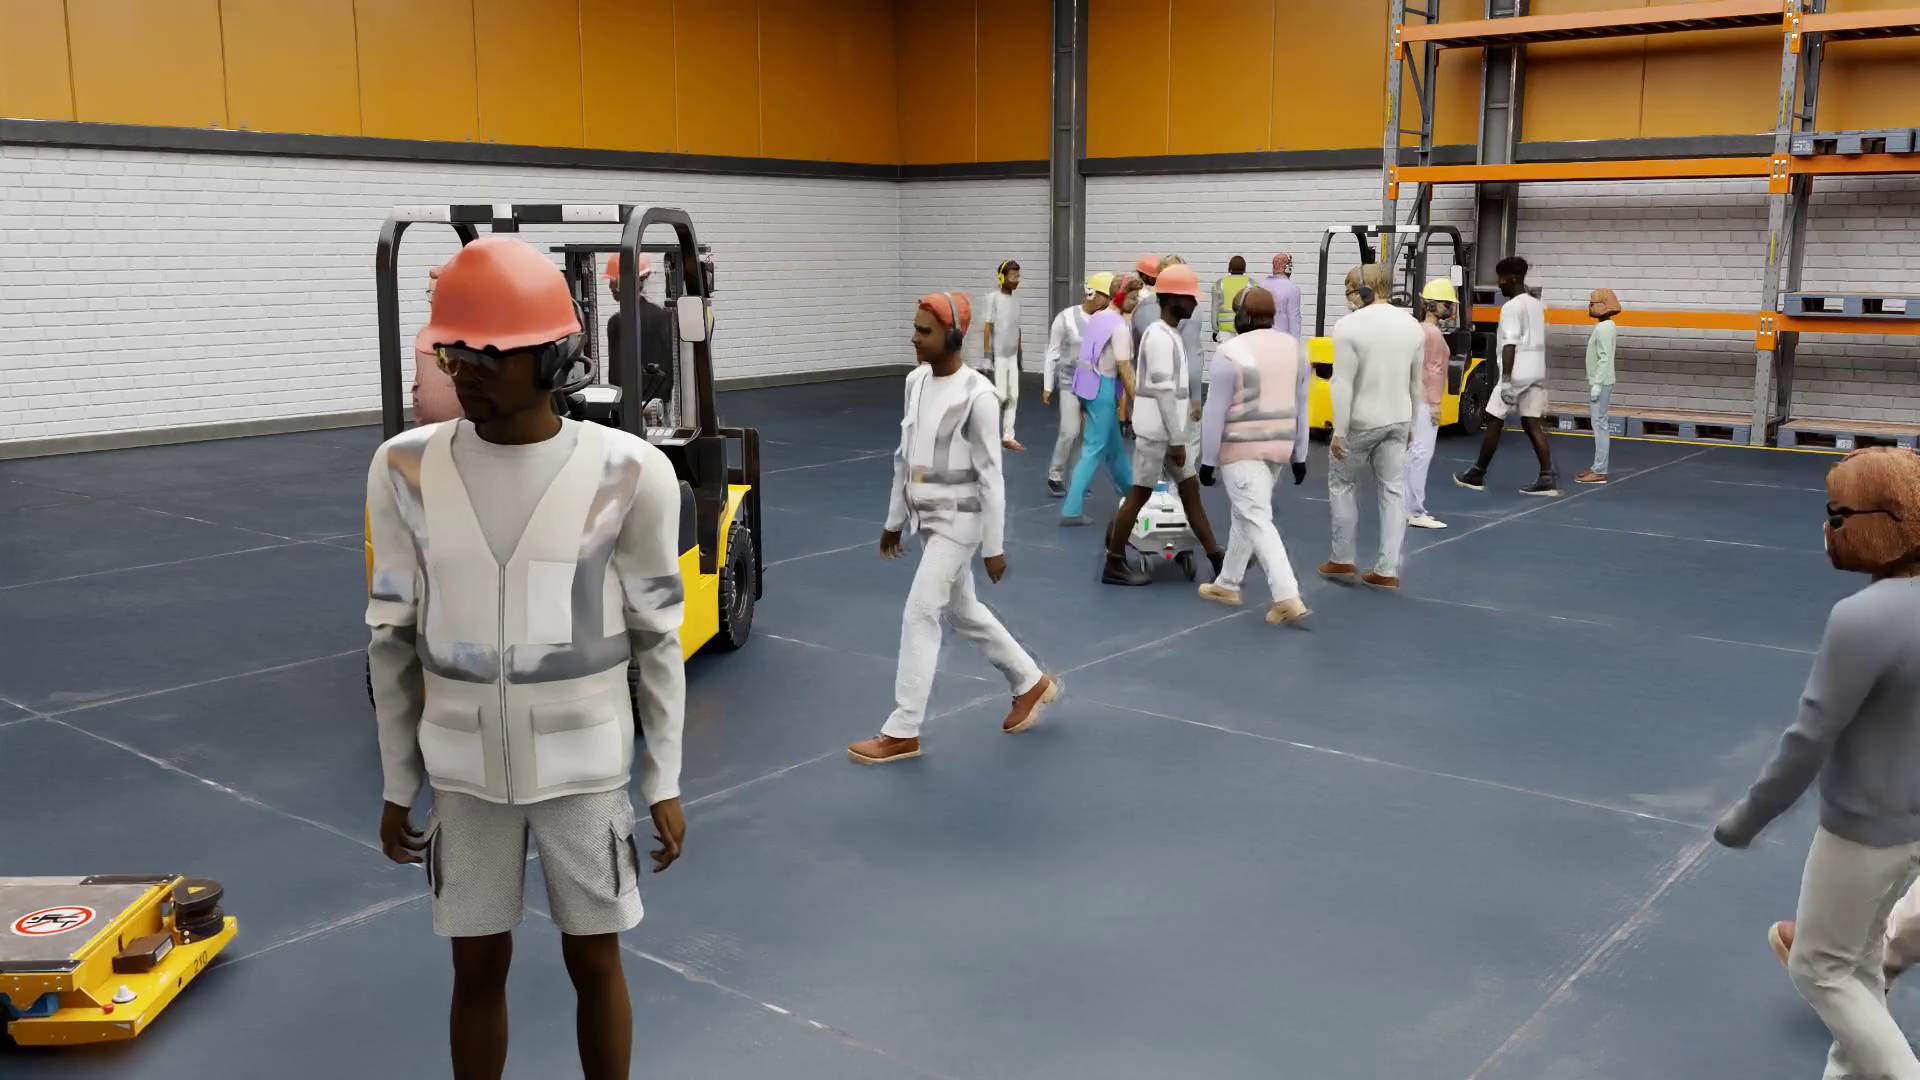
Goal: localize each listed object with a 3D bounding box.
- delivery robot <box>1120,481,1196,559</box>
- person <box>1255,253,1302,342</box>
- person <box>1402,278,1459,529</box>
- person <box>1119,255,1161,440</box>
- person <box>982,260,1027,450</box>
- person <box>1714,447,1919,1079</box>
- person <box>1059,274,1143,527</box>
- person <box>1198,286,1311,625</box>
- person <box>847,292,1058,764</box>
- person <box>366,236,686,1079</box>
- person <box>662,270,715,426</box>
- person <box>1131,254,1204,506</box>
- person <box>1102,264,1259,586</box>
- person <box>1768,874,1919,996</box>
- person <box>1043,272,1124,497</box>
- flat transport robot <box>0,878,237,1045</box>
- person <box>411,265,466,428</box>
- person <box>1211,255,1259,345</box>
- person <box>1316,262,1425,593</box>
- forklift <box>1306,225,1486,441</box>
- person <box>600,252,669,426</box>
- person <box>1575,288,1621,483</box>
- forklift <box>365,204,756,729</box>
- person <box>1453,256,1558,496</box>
[{"bbox_3d":[1.210,-0.119,10.214,0.477,0.478,0.707,-1,10,-7],"label":"delivery robot"},{"bbox_3d":[3.401,-2.097,17.720,0.399,1.900,0.645,-6,12,-32],"label":"person"},{"bbox_3d":[3.345,-0.971,11.845,0.328,1.765,0.528,1,10,4],"label":"person"},{"bbox_3d":[1.798,-1.975,17.104,0.375,1.885,0.698,-7,13,-36],"label":"person"},{"bbox_3d":[0.381,-1.797,16.215,0.597,1.846,0.569,9,14,41],"label":"person"},{"bbox_3d":[1.950,0.609,3.509,0.515,1.614,0.515,-9,13,-40],"label":"person"},{"bbox_3d":[1.110,-0.985,11.844,0.892,1.787,0.616,-2,11,-13],"label":"person"},{"bbox_3d":[1.606,-0.466,8.968,0.640,1.801,0.951,-7,12,-33],"label":"person"},{"bbox_3d":[0.006,-0.062,6.611,0.949,1.851,0.571,-5,11,-26],"label":"person"},{"bbox_3d":[-0.839,0.446,3.238,0.607,2.039,0.395,0,10,0],"label":"person"},{"bbox_3d":[-2.216,-1.272,13.296,0.429,1.845,0.621,4,11,22],"label":"person"},{"bbox_3d":[1.471,-1.034,11.713,0.381,1.934,0.651,-8,13,-39],"label":"person"},{"bbox_3d":[1.285,-0.645,9.698,0.973,1.885,0.557,3,11,15],"label":"person"},{"bbox_3d":[2.656,0.346,4.078,1.076,1.932,0.647,8,13,38],"label":"person"},{"bbox_3d":[0.999,-1.212,13.110,0.618,1.788,0.496,-4,11,-20],"label":"person"},{"bbox_3d":[-2.787,1.112,4.441,1.431,0.197,0.652,0,10,-2],"label":"flat transport robot"},{"bbox_3d":[-2.674,-0.507,8.893,0.641,1.904,0.401,5,11,26],"label":"person"},{"bbox_3d":[3.461,-2.633,20.830,0.633,1.846,0.429,3,11,17],"label":"person"},{"bbox_3d":[2.383,-0.664,9.766,0.656,1.896,0.755,-4,11,-20],"label":"person"},{"bbox_3d":[4.449,-2.115,16.993,1.214,2.155,2.313,8,13,38],"label":"forklift"},{"bbox_3d":[-1.995,-0.842,10.530,0.757,1.975,0.630,4,11,23],"label":"person"},{"bbox_3d":[5.375,-1.297,14.005,0.272,1.636,0.507,4,11,22],"label":"person"},{"bbox_3d":[-1.766,-0.406,7.525,1.214,2.155,2.313,1,10,7],"label":"forklift"},{"bbox_3d":[4.478,-1.320,13.396,0.631,1.911,0.877,-9,14,-42],"label":"person"}]
